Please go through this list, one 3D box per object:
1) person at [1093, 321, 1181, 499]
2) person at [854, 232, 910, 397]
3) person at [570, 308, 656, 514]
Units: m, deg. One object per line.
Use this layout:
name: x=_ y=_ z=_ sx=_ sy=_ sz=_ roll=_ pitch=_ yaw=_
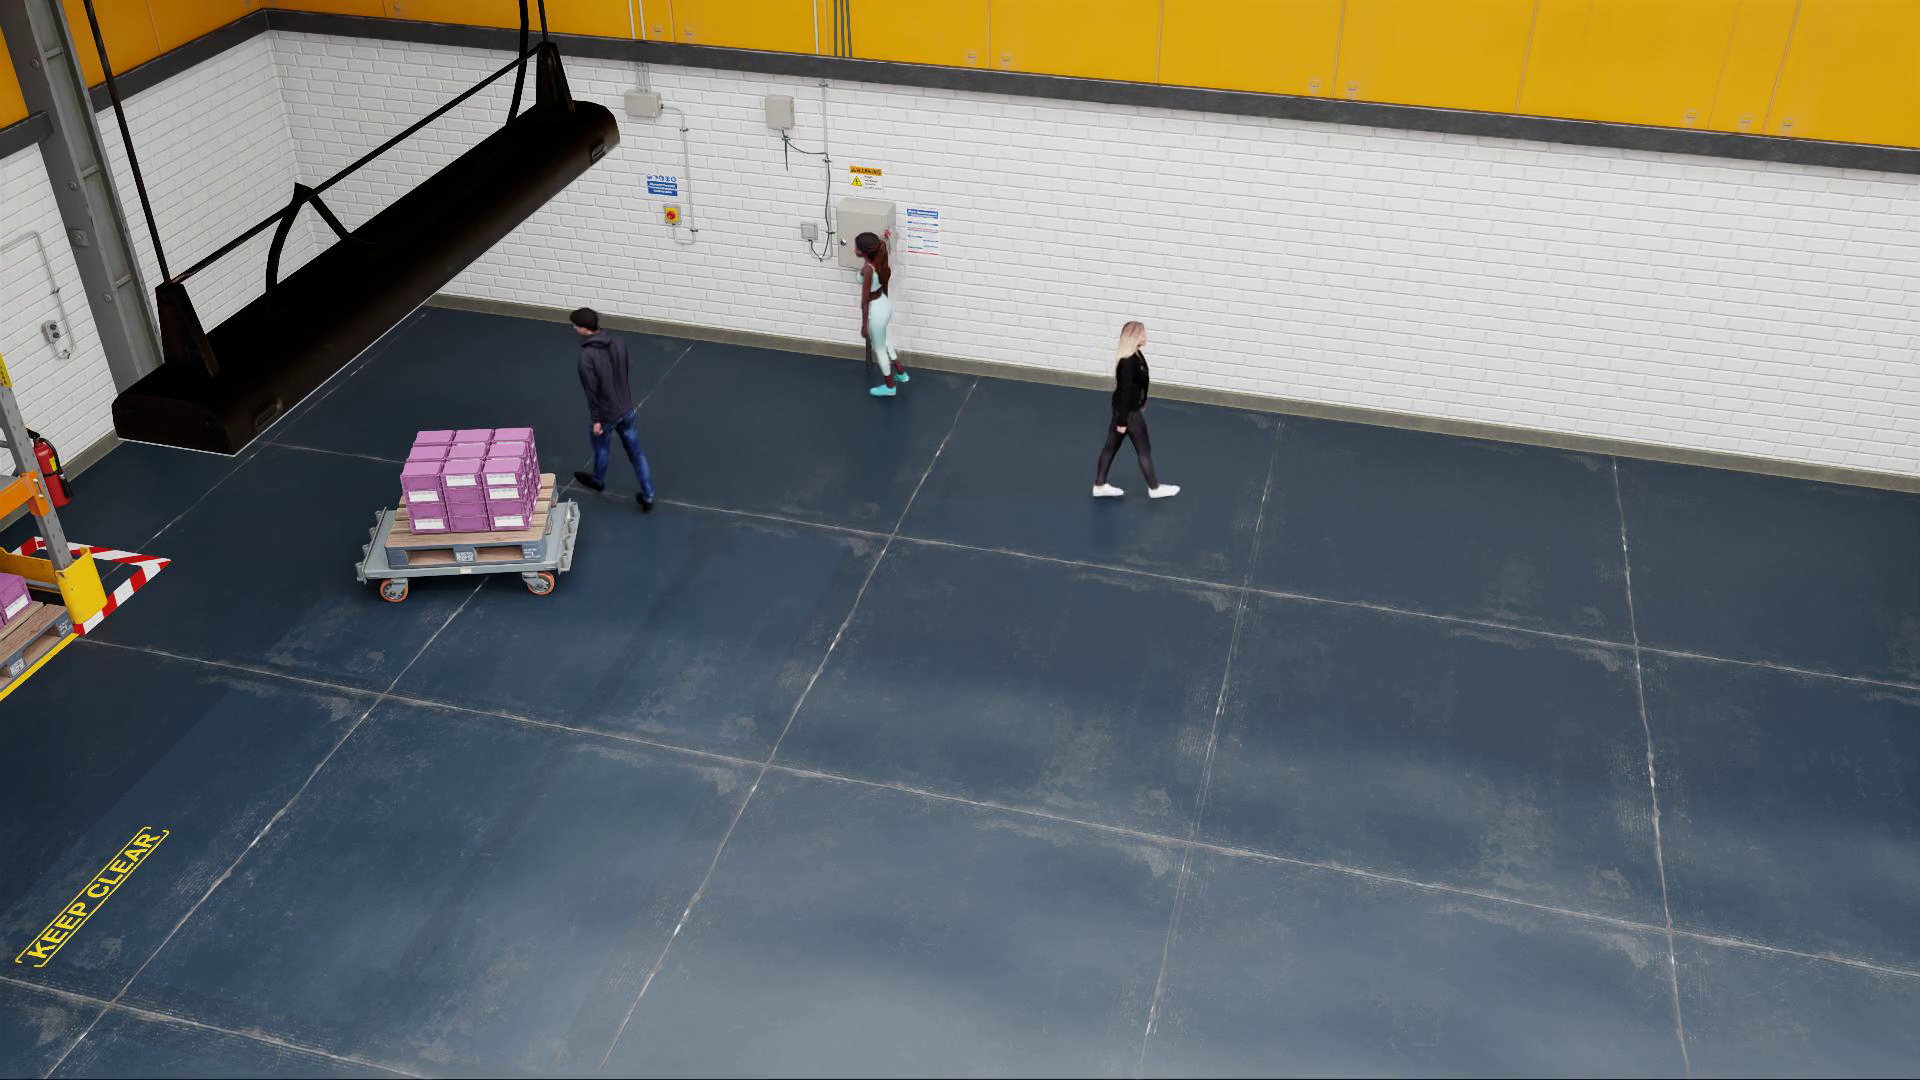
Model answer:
person: x=1.312 y=-1.072 z=14.067 sx=0.849 sy=1.661 sz=0.979 roll=1 pitch=34 yaw=1
person: x=-0.736 y=-2.101 z=15.575 sx=0.691 sy=1.705 sz=0.583 roll=16 pitch=37 yaw=22
person: x=-2.847 y=-1.024 z=13.840 sx=1.049 sy=1.833 sz=1.147 roll=25 pitch=41 yaw=32
